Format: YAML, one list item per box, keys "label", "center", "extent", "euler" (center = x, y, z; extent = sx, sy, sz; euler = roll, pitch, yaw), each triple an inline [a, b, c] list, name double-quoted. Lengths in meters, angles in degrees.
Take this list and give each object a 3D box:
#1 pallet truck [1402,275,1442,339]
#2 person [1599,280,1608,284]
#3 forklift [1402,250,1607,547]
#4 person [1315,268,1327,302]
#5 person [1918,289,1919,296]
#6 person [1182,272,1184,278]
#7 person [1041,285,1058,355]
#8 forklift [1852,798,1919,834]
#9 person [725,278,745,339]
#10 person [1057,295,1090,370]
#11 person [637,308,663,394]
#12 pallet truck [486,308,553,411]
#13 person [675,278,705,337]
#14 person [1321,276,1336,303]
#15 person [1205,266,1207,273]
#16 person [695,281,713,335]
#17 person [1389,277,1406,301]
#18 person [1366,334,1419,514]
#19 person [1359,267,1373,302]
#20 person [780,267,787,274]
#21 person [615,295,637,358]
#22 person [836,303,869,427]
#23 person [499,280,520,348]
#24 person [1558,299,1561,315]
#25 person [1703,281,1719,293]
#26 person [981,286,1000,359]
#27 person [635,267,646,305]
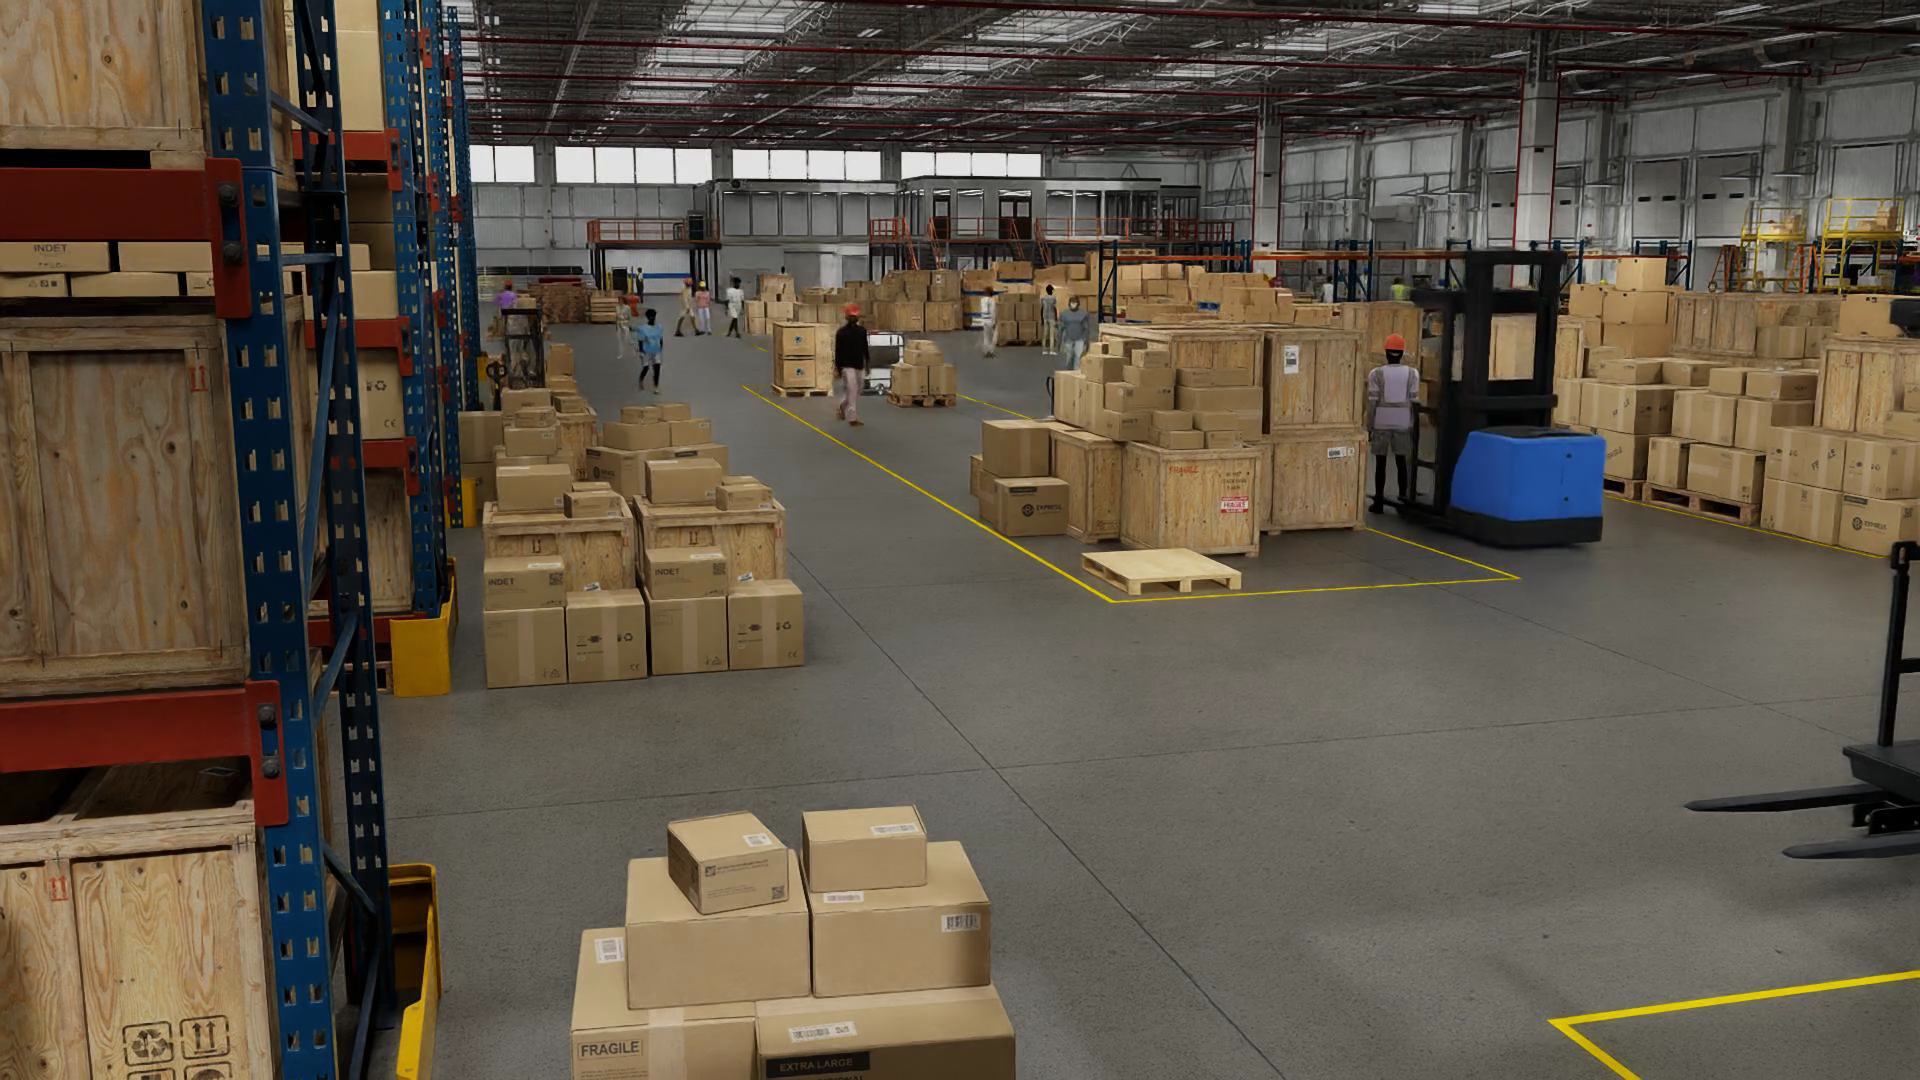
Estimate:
- label: "pallet truck"
  center: [14.620, -7.324, 52.145]
  extent: [0.823, 1.965, 1.885]
  euler: [8, 13, 40]
- label: "person"
  center: [18.083, -6.373, 46.986]
  extent: [0.378, 1.918, 0.585]
  euler: [0, 10, 1]
- label: "forklift"
  center: [5.388, -1.439, 16.320]
  extent: [1.129, 2.768, 1.873]
  euler: [-3, 10, -16]
- label: "person"
  center: [17.196, -12.061, 79.451]
  extent: [0.430, 1.836, 0.619]
  euler: [-10, 14, -44]
- label: "person"
  center: [24.029, -5.438, 41.782]
  extent: [0.971, 1.889, 0.594]
  euler: [6, 12, 32]
- label: "person"
  center: [11.601, -13.112, 85.272]
  extent: [0.603, 1.872, 0.451]
  euler: [-3, 10, -16]
- label: "person"
  center: [2.374, -5.825, 44.057]
  extent: [0.510, 1.860, 0.333]
  euler: [6, 12, 32]
- label: "forklift"
  center: [5.412, 0.098, 7.616]
  extent: [1.873, 2.768, 1.129]
  euler: [-3, 10, -15]
- label: "person"
  center: [-7.073, -7.253, 52.017]
  extent: [0.615, 1.916, 1.000]
  euler: [-8, 13, -38]
- label: "person"
  center: [2.296, -3.999, 33.636]
  extent: [0.649, 1.896, 1.018]
  euler: [1, 10, 6]
- label: "person"
  center: [-6.064, -3.691, 32.455]
  extent: [0.544, 1.678, 0.581]
  euler: [-7, 12, -33]
- label: "pallet truck"
  center: [-6.242, -2.418, 24.362]
  extent: [0.823, 1.965, 1.885]
  euler: [1, 10, 3]
- label: "person"
  center: [-8.663, -7.415, 53.010]
  extent: [1.046, 1.872, 0.554]
  euler: [4, 11, 21]
- label: "person"
  center: [12.953, -8.309, 58.164]
  extent: [0.551, 1.835, 0.845]
  euler: [7, 12, 34]
- label: "person"
  center: [11.812, -12.295, 80.466]
  extent: [0.372, 1.934, 0.551]
  euler: [-1, 10, -4]
- label: "person"
  center: [-8.274, -7.485, 53.801]
  extent: [0.543, 1.723, 0.870]
  euler: [-5, 11, -27]
- label: "person"
  center: [15.224, -8.240, 57.899]
  extent: [0.641, 1.805, 0.939]
  euler: [-2, 10, -11]
- label: "person"
  center: [4.635, -1.246, 17.896]
  extent: [0.553, 1.935, 0.364]
  euler: [0, 10, 0]
- label: "person"
  center: [18.042, -11.163, 74.029]
  extent: [0.612, 1.943, 0.404]
  euler: [6, 11, 29]
- label: "person"
  center: [-8.221, -11.754, 77.452]
  extent: [0.593, 1.920, 0.391]
  euler: [-2, 10, -14]
- label: "person"
  center: [-8.613, -5.485, 42.806]
  extent: [0.523, 1.627, 0.545]
  euler: [5, 11, 27]
- label: "person"
  center: [-1.769, -2.808, 26.622]
  extent: [0.617, 1.978, 0.713]
  euler: [-10, 14, -44]
- label: "person"
  center: [-12.687, -6.376, 46.975]
  extent: [0.556, 1.918, 0.637]
  euler: [2, 10, 13]
- label: "person"
  center: [14.214, -5.278, 40.435]
  extent: [0.688, 2.000, 0.536]
  euler: [3, 10, 17]
- label: "person"
  center: [20.471, -6.101, 45.385]
  extent: [0.632, 1.940, 0.368]
  euler: [6, 12, 30]
- label: "person"
  center: [0.780, -5.553, 42.473]
  extent: [0.451, 1.870, 0.615]
  euler: [-6, 12, -31]
- label: "person"
  center: [-15.749, -12.496, 81.865]
  extent: [0.505, 1.846, 0.346]
  euler: [7, 12, 35]
